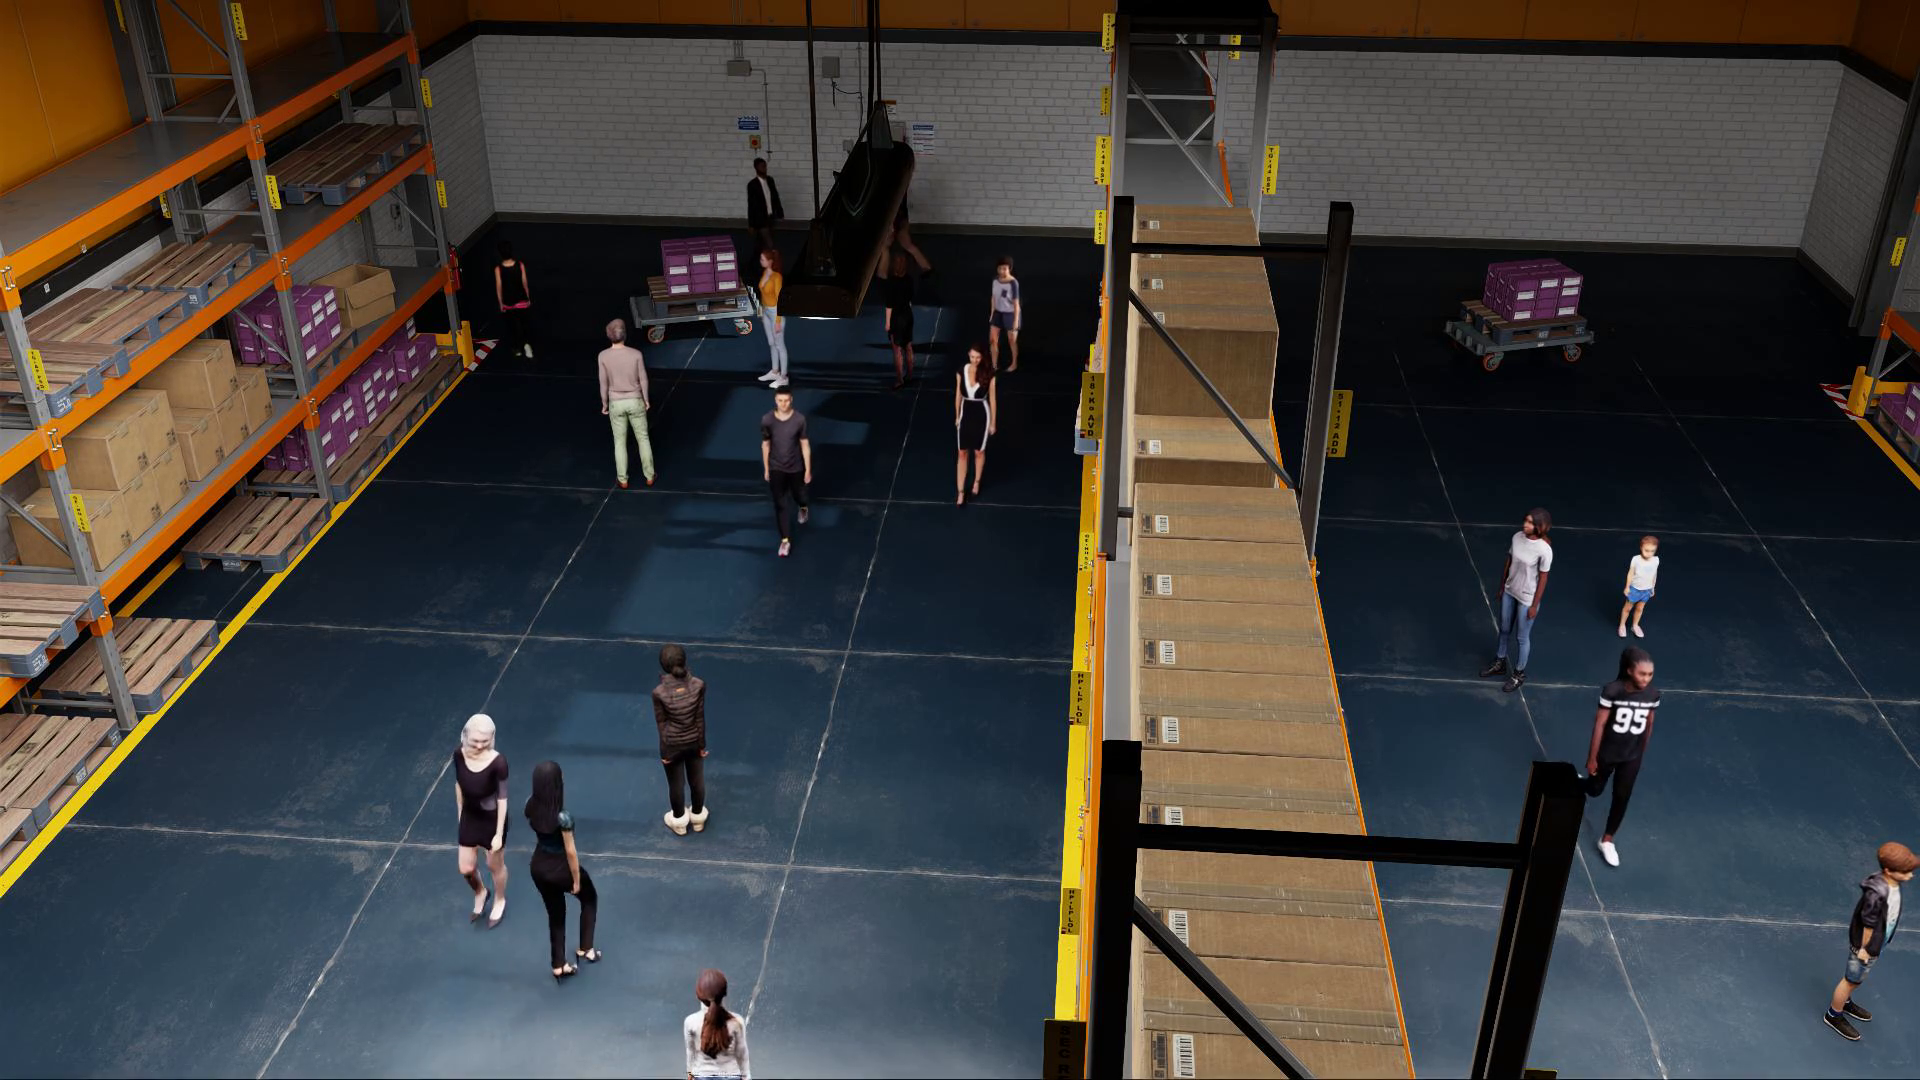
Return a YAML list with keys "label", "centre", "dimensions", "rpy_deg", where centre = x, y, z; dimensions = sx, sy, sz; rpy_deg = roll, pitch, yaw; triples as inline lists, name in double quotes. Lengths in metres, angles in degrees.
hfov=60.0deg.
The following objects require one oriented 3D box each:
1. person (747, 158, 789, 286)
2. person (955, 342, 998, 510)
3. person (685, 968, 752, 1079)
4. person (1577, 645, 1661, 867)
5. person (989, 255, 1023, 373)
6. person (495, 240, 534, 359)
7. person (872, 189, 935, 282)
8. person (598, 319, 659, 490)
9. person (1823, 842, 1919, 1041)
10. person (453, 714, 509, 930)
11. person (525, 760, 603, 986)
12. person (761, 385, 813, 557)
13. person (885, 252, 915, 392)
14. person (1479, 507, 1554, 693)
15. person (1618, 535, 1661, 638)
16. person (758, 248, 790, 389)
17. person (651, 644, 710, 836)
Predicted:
- label: "person"
  centre: [-2.813, -4.449, 23.257]
  dimensions: [1.077, 1.755, 1.195]
  rpy_deg: [16, 32, 27]
- label: "person"
  centre: [0.175, -1.257, 17.374]
  dimensions: [0.684, 1.784, 0.884]
  rpy_deg: [7, 29, 12]
- label: "person"
  centre: [-1.389, 3.150, 9.544]
  dimensions: [0.592, 1.545, 0.658]
  rpy_deg: [-4, 29, -8]
- label: "person"
  centre: [4.830, 1.532, 12.337]
  dimensions: [0.657, 1.712, 0.991]
  rpy_deg: [0, 29, 0]
- label: "person"
  centre: [0.606, -2.801, 20.461]
  dimensions: [0.787, 1.538, 0.875]
  rpy_deg: [23, 36, 36]
- label: "person"
  centre: [-5.560, -2.985, 20.798]
  dimensions: [0.773, 1.538, 0.934]
  rpy_deg: [-11, 30, -19]
- label: "person"
  centre: [-0.811, -4.446, 23.196]
  dimensions: [1.034, 1.808, 1.205]
  rpy_deg: [14, 31, 23]
- label: "person"
  centre: [-3.533, -1.428, 17.599]
  dimensions: [0.740, 1.869, 0.706]
  rpy_deg: [-6, 29, -10]
- label: "person"
  centre: [5.881, 2.554, 10.739]
  dimensions: [0.686, 1.447, 0.612]
  rpy_deg: [24, 37, 37]
- label: "person"
  centre: [-3.233, 1.910, 11.545]
  dimensions: [0.664, 1.806, 0.631]
  rpy_deg: [9, 30, 17]
- label: "person"
  centre: [-2.721, 2.255, 11.008]
  dimensions: [0.661, 1.714, 0.725]
  rpy_deg: [14, 32, 24]
- label: "person"
  centre: [-1.702, -0.753, 16.494]
  dimensions: [0.663, 1.743, 1.040]
  rpy_deg: [1, 29, 2]
- label: "person"
  centre: [-0.708, -2.633, 19.982]
  dimensions: [0.717, 1.702, 0.618]
  rpy_deg: [22, 35, 34]
- label: "person"
  centre: [4.807, 0.489, 14.241]
  dimensions: [0.731, 1.719, 0.631]
  rpy_deg: [-14, 32, -24]
- label: "person"
  centre: [6.187, 0.409, 15.119]
  dimensions: [0.436, 1.020, 0.424]
  rpy_deg: [0, 29, 0]
- label: "person"
  centre: [-2.240, -2.699, 20.055]
  dimensions: [0.724, 1.749, 0.643]
  rpy_deg: [-16, 33, -27]
- label: "person"
  centre: [-2.068, 1.518, 12.415]
  dimensions: [0.688, 1.661, 0.745]
  rpy_deg: [-8, 30, -14]
